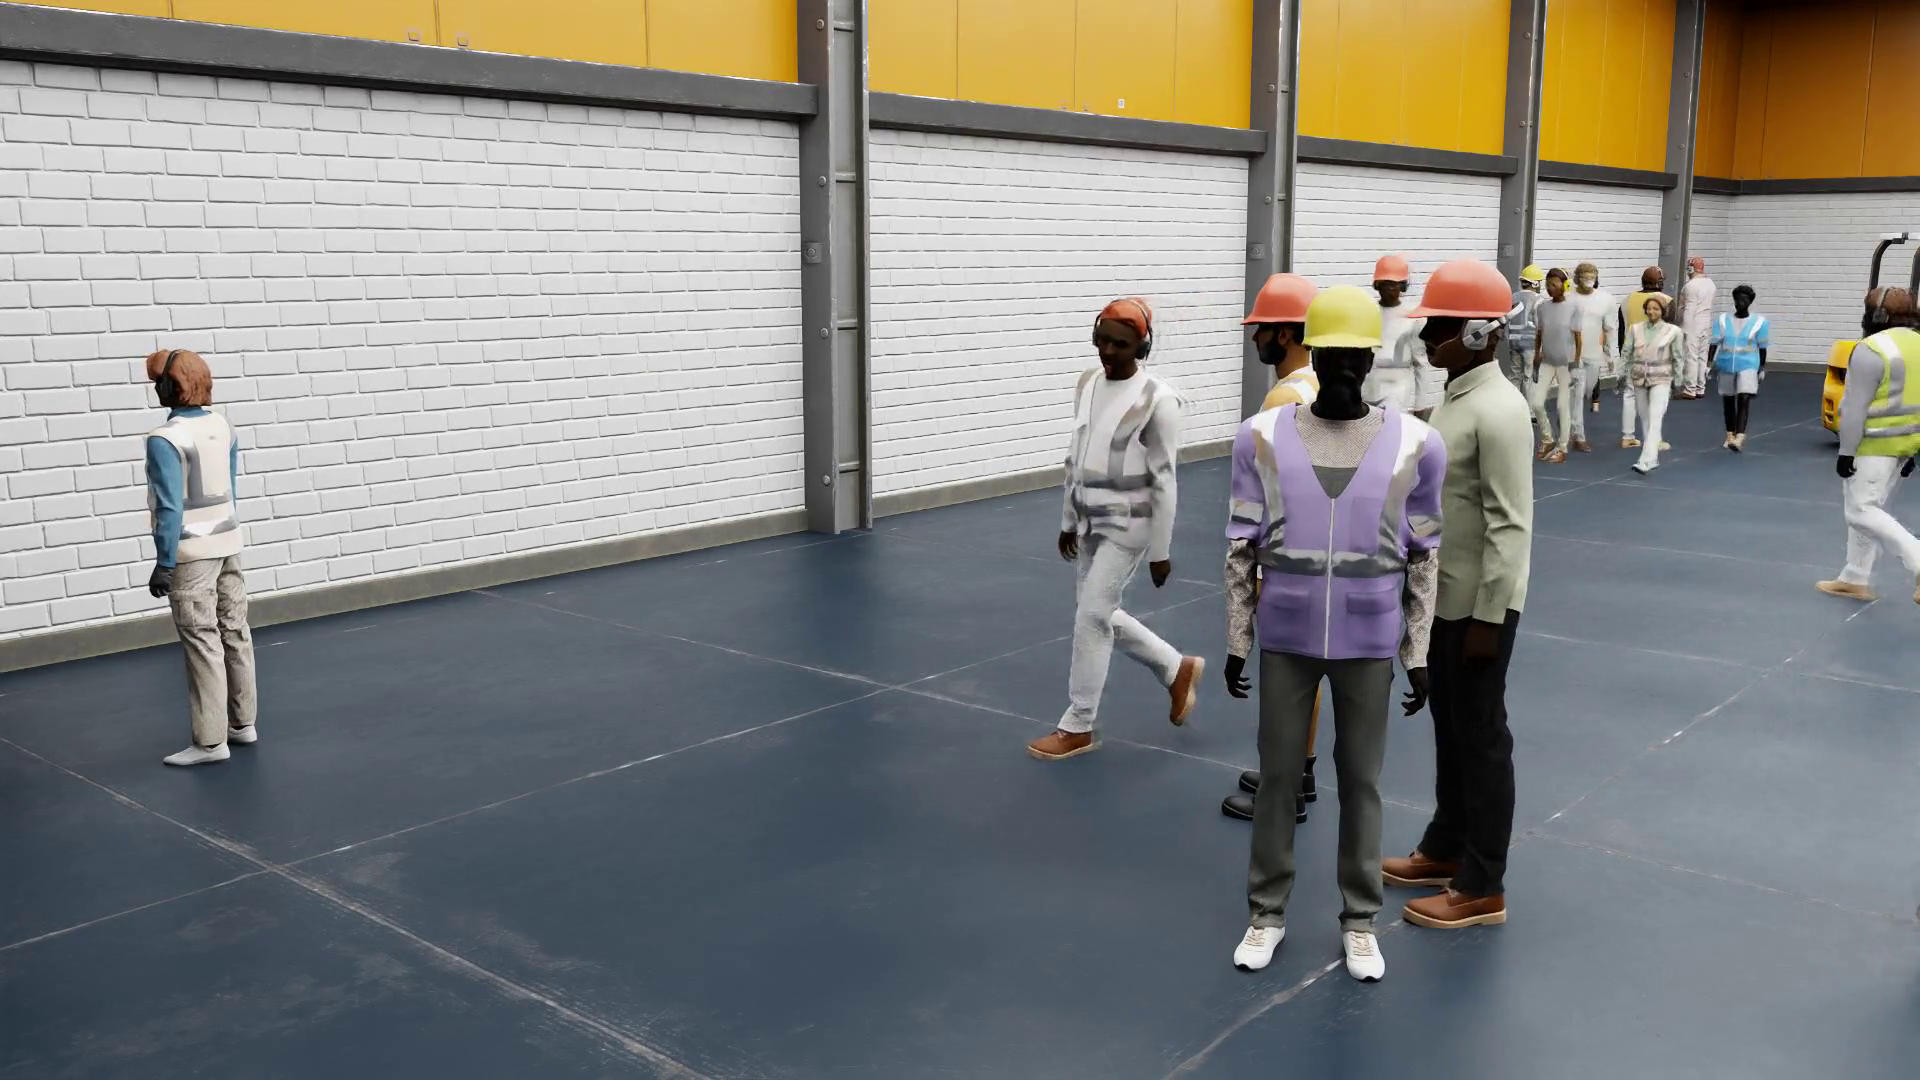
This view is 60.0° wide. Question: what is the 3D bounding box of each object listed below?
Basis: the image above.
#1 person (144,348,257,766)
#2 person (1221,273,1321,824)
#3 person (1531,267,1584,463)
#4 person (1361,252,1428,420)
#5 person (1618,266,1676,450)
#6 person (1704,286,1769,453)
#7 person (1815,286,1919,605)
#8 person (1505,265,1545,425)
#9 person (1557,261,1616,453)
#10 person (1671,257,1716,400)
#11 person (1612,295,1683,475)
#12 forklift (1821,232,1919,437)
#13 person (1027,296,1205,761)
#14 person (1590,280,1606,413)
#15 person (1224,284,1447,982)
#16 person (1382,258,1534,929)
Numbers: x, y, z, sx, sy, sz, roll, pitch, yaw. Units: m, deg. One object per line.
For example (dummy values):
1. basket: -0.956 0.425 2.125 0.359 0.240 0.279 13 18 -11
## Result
1. person: -2.998 0.068 6.551 0.311 1.642 0.512 1 10 7
2. person: 1.142 0.035 5.899 0.359 1.938 0.545 4 11 23
3. person: 5.626 -1.636 15.679 0.416 1.849 0.566 -9 13 -42
4. person: 3.094 -1.067 11.998 0.617 2.008 0.956 8 13 39
5. person: 6.941 -1.825 16.766 0.429 1.841 0.633 -6 12 -32
6. person: 7.694 -1.689 16.526 0.542 1.650 0.878 8 13 37
7. person: 5.260 -0.516 9.377 0.630 1.820 0.727 -7 12 -35
8. person: 6.536 -2.238 19.133 0.403 1.834 0.586 -5 11 -25
9. person: 6.255 -1.869 16.867 0.635 1.903 0.935 0 10 -3
10. person: 9.833 -2.831 22.332 0.643 1.899 0.399 -8 13 -39
11. person: 6.159 -1.383 14.945 0.835 1.601 0.533 -8 13 -40
12. forklift: 9.955 -1.972 16.595 2.313 2.155 1.214 1 10 8
13. person: 0.670 -0.044 6.603 0.765 1.848 0.620 -5 11 -27
14. person: 7.739 -2.415 20.557 0.531 1.691 0.321 2 10 13
15. person: 1.025 0.263 4.624 0.588 1.930 0.359 2 10 13
16. person: 1.497 0.165 4.991 0.394 1.994 0.612 0 10 1
